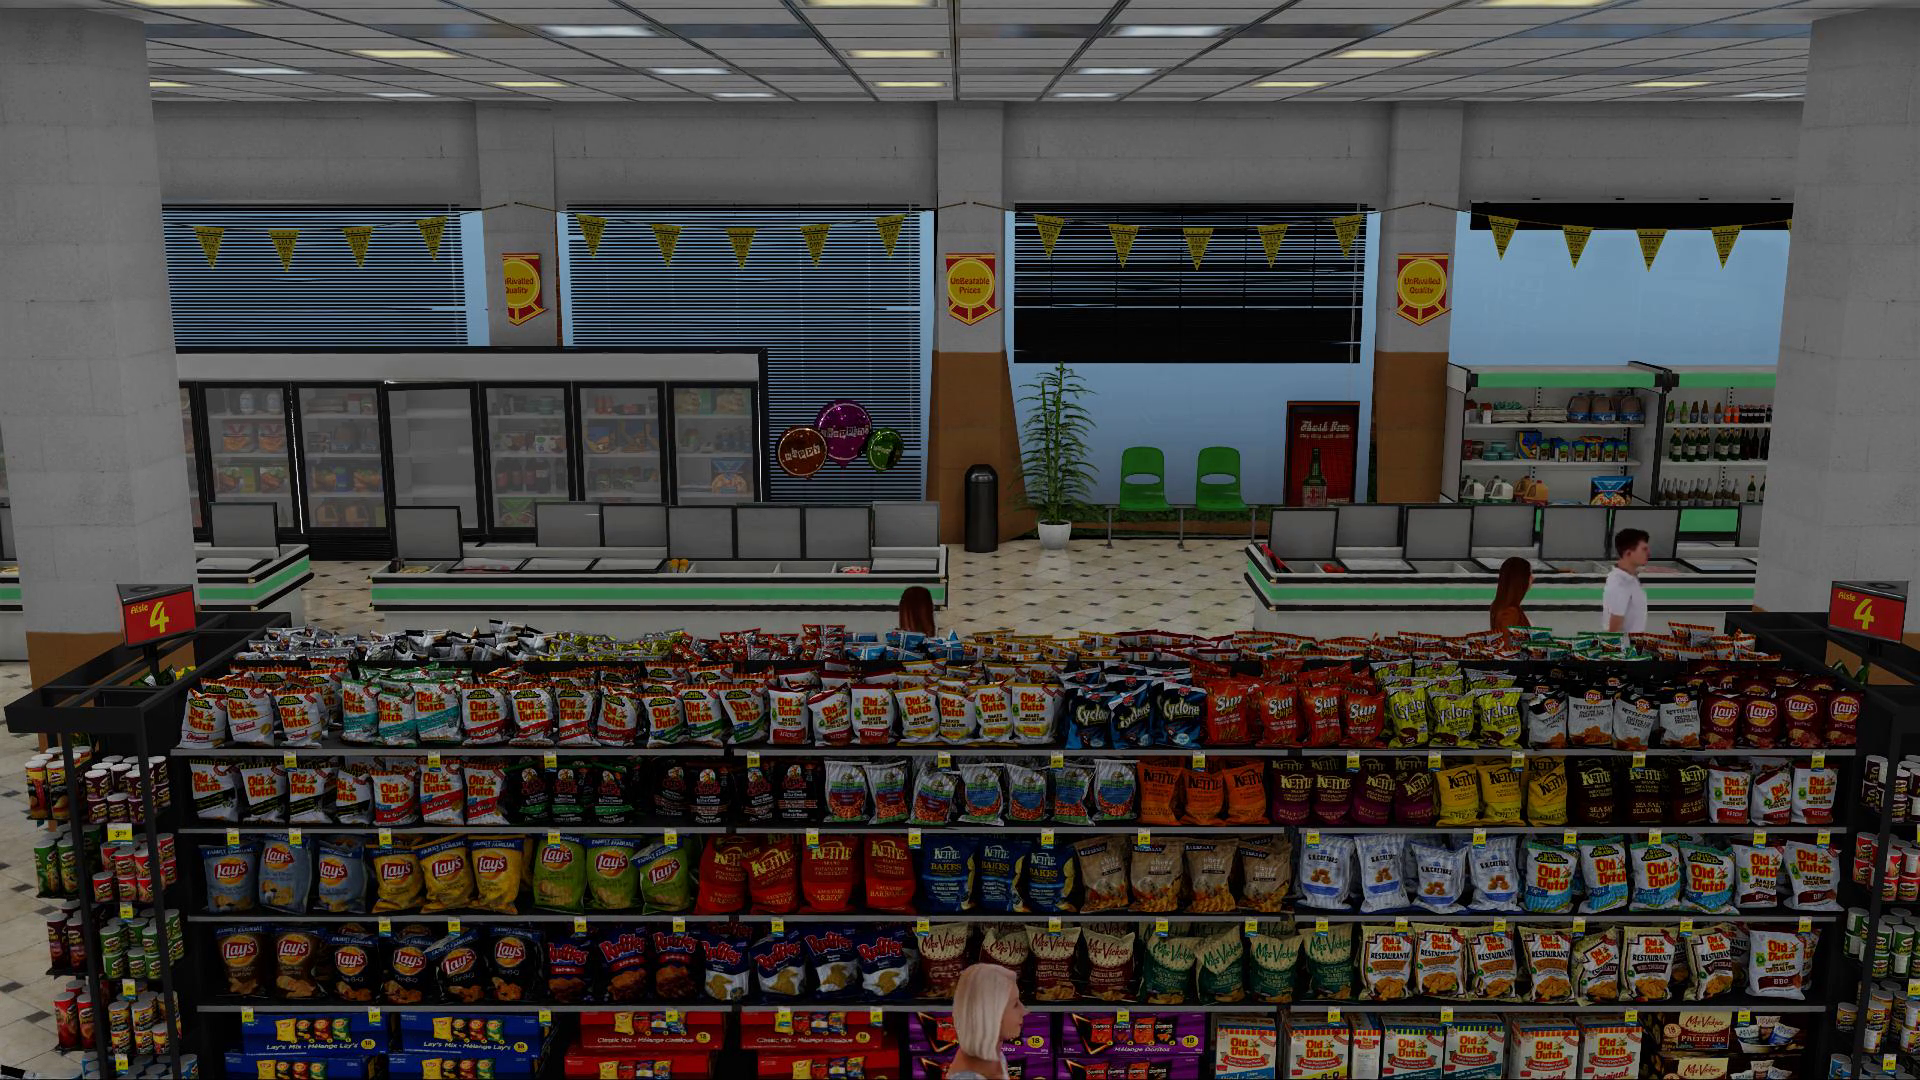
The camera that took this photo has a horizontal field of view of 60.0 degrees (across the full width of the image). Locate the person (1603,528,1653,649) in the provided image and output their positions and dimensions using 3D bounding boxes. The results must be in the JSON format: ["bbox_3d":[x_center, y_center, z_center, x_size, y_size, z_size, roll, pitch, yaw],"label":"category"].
[{"bbox_3d":[4.348,0.821,11.228,1.099,1.836,0.898,5,13,23],"label":"person"}]

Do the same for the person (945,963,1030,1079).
[{"bbox_3d":[-0.018,2.144,5.184,0.598,1.737,0.604,1,12,7],"label":"person"}]

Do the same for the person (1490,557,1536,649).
[{"bbox_3d":[3.556,0.948,10.901,0.571,1.723,0.615,1,12,4],"label":"person"}]

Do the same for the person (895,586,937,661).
[{"bbox_3d":[-0.371,1.123,10.119,0.788,1.701,0.736,-5,13,-21],"label":"person"}]
